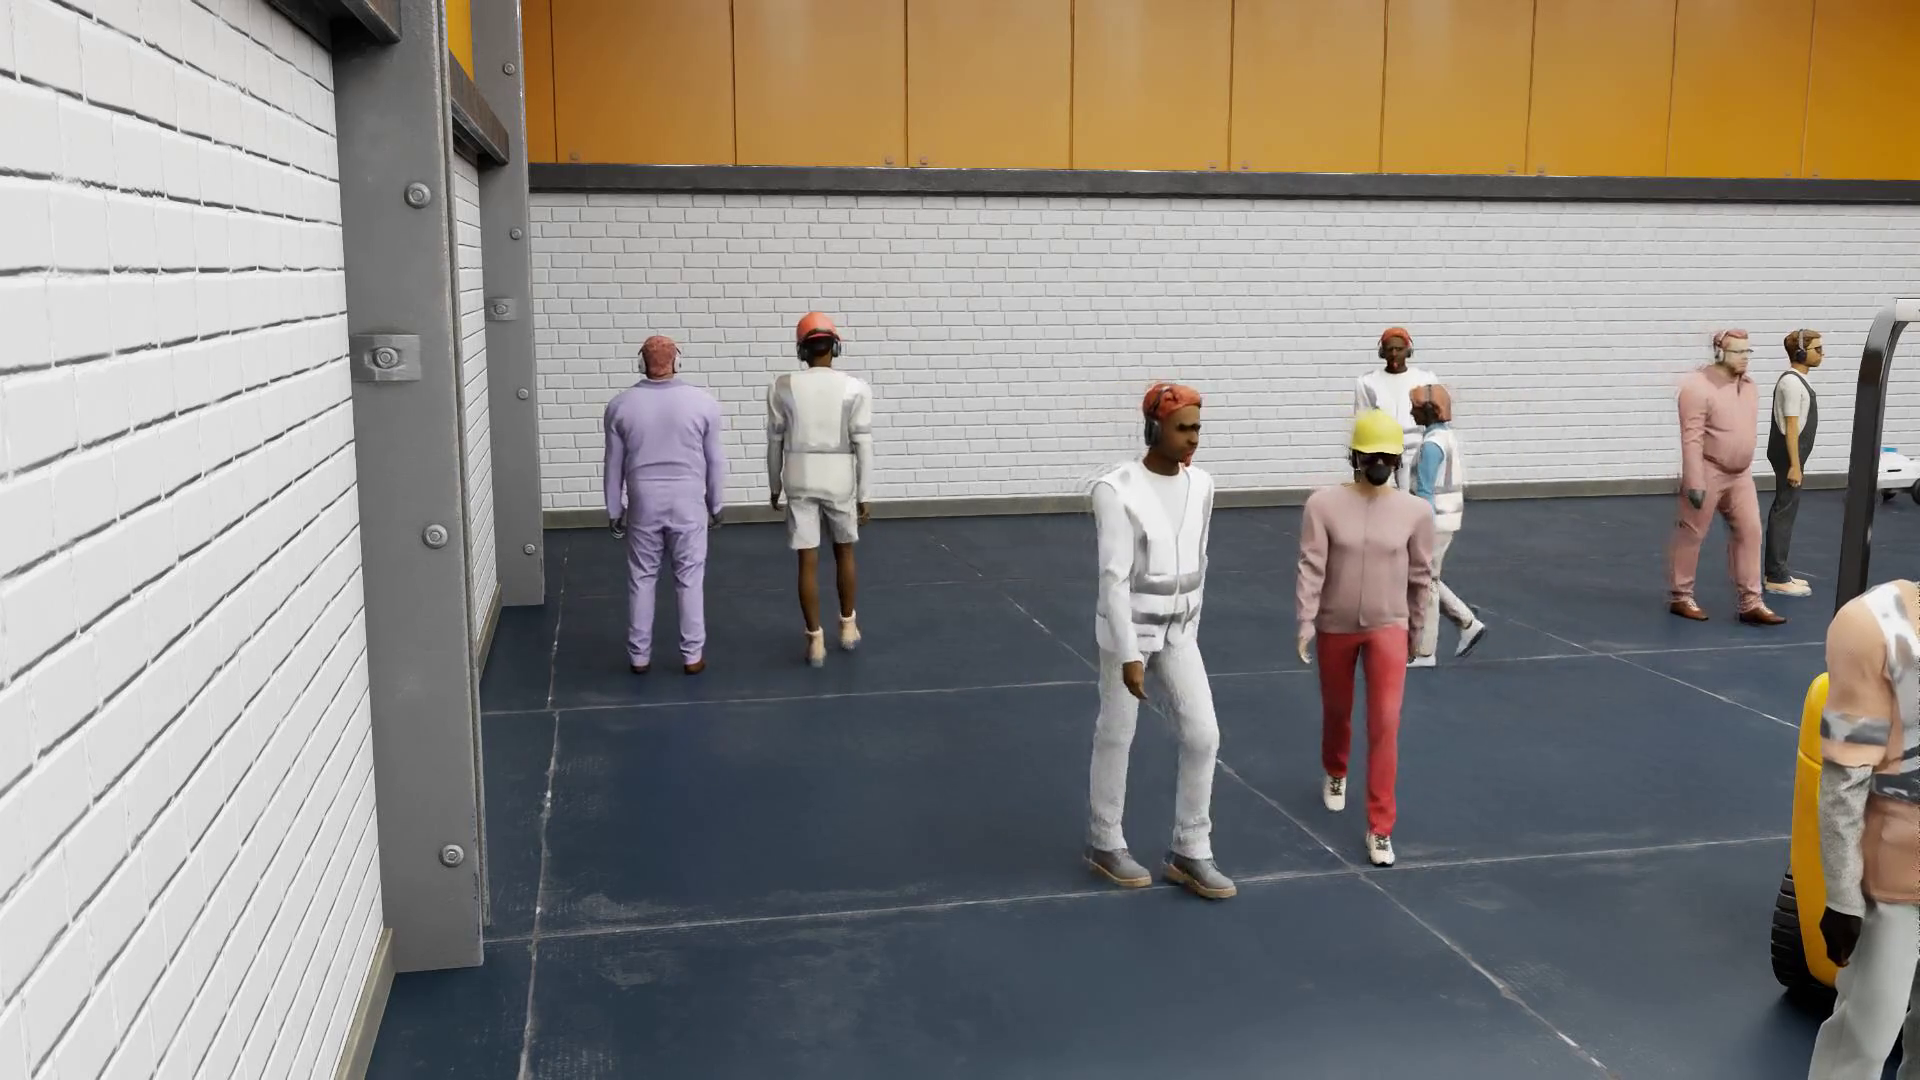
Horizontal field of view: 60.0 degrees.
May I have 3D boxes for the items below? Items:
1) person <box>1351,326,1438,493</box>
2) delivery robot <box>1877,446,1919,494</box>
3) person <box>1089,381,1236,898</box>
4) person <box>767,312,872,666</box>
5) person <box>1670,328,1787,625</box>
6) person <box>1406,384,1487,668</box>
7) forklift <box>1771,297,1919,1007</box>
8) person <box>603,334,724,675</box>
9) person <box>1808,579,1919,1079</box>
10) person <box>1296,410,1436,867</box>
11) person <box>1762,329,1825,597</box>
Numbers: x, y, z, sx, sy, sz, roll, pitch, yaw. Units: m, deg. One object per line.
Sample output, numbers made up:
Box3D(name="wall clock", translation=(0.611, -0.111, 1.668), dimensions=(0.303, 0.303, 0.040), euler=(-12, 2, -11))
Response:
Box3D(name="person", translation=(3.037, -0.566, 11.644), dimensions=(0.600, 1.867, 0.531), euler=(2, 10, 12))
Box3D(name="delivery robot", translation=(8.894, -0.659, 15.924), dimensions=(0.707, 0.478, 0.477), euler=(-3, 10, -19))
Box3D(name="person", translation=(0.734, 0.373, 5.938), dimensions=(0.588, 1.856, 0.739), euler=(-6, 11, -32))
Box3D(name="person", translation=(-0.817, -0.310, 9.682), dimensions=(0.606, 1.998, 0.810), euler=(-1, 9, -5))
Box3D(name="person", translation=(4.865, -0.381, 10.474), dimensions=(0.683, 1.873, 0.846), euler=(-4, 10, -23))
Box3D(name="person", translation=(2.700, -0.068, 9.352), dimensions=(0.423, 1.622, 0.512), euler=(4, 10, 21))
Box3D(name="forklift", translation=(3.542, 0.334, 5.177), dimensions=(2.313, 2.155, 1.214), euler=(-9, 13, -43))
Box3D(name="person", translation=(-1.642, -0.185, 9.237), dimensions=(0.661, 1.905, 0.406), euler=(-1, 9, -5))
Box3D(name="person", translation=(2.138, 0.725, 3.613), dimensions=(0.589, 1.923, 0.383), euler=(-2, 9, -10))
Box3D(name="person", translation=(1.607, 0.334, 6.635), dimensions=(0.522, 1.723, 0.921), euler=(2, 10, 13))
Box3D(name="person", translation=(5.797, -0.540, 11.562), dimensions=(0.345, 1.847, 0.506), euler=(4, 10, 25))
